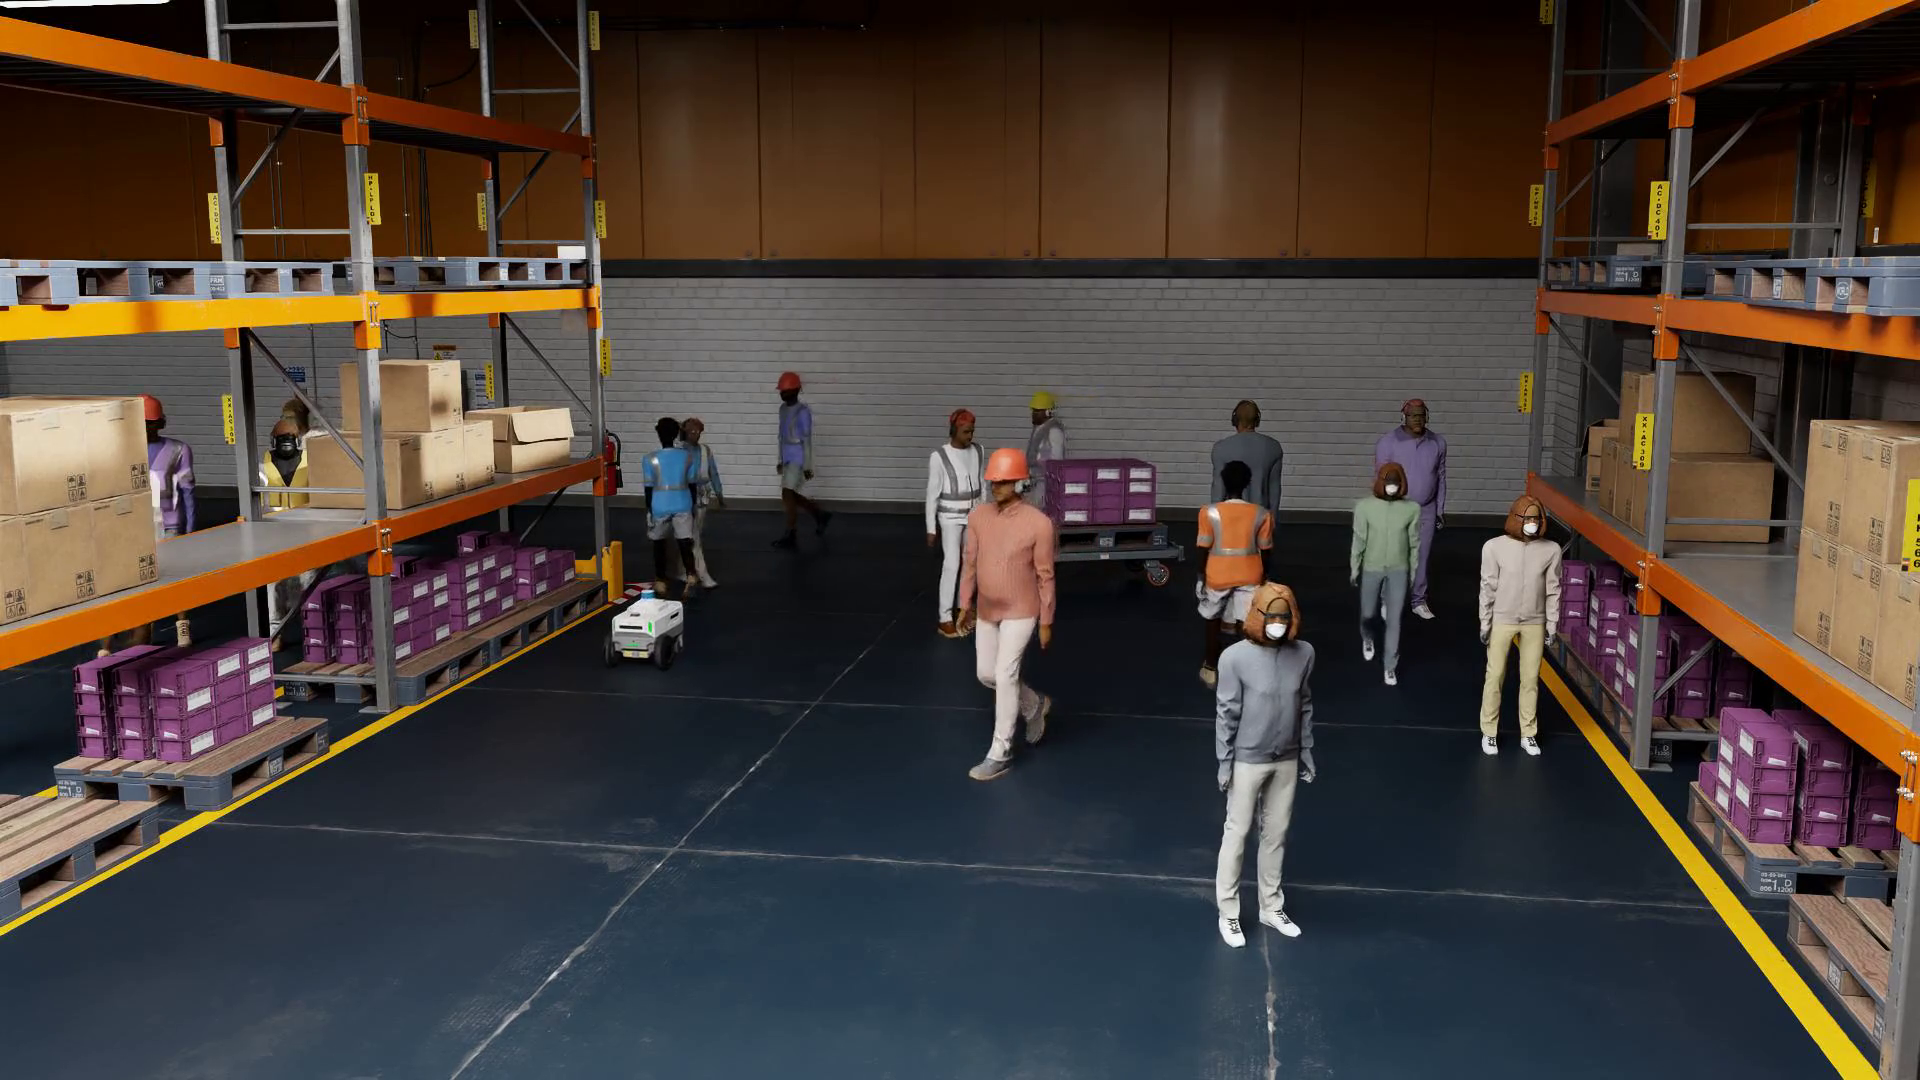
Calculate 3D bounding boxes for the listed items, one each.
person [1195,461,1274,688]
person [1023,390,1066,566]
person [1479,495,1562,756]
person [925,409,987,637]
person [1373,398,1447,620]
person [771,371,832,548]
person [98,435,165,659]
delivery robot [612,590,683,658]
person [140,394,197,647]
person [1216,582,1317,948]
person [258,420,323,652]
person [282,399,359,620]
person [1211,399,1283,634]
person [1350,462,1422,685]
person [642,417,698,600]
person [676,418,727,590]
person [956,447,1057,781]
[{"bbox_3d":[1.910,0.269,11.720,0.557,1.663,0.774,0,9,-1],"label":"person"},{"bbox_3d":[0.822,-0.602,16.682,0.448,1.804,0.648,-2,9,-11],"label":"person"},{"bbox_3d":[3.451,0.533,10.278,0.496,1.617,0.277,0,9,3],"label":"person"},{"bbox_3d":[-0.029,-0.160,13.763,0.761,1.871,0.523,-9,13,-43],"label":"person"},{"bbox_3d":[3.867,-0.260,14.267,0.651,1.907,0.409,-1,9,-7],"label":"person"},{"bbox_3d":[-1.739,-0.882,18.080,0.701,1.915,0.562,-5,11,-30],"label":"person"},{"bbox_3d":[-5.816,0.116,11.576,0.636,2.024,0.493,1,9,9],"label":"person"},{"bbox_3d":[-2.377,0.623,12.688,0.477,0.478,0.707,2,9,11],"label":"delivery robot"},{"bbox_3d":[-6.314,-0.126,13.053,0.608,2.034,0.407,-2,10,-15],"label":"person"},{"bbox_3d":[1.363,0.989,7.402,0.505,1.630,0.278,-4,10,-23],"label":"person"},{"bbox_3d":[-5.266,-0.031,13.100,0.622,1.835,0.430,-4,10,-21],"label":"person"},{"bbox_3d":[-5.579,-0.276,14.379,0.630,1.912,0.930,4,10,25],"label":"person"},{"bbox_3d":[2.343,-0.189,13.727,0.636,1.938,0.358,-3,10,-17],"label":"person"},{"bbox_3d":[3.132,0.210,12.262,0.505,1.614,0.681,2,9,9],"label":"person"},{"bbox_3d":[-2.618,-0.288,15.153,0.536,1.669,0.790,-4,10,-25],"label":"person"},{"bbox_3d":[-2.472,-0.338,15.664,0.750,1.604,0.520,8,12,40],"label":"person"},{"bbox_3d":[0.326,0.407,9.966,0.630,1.974,0.795,8,12,39],"label":"person"}]
